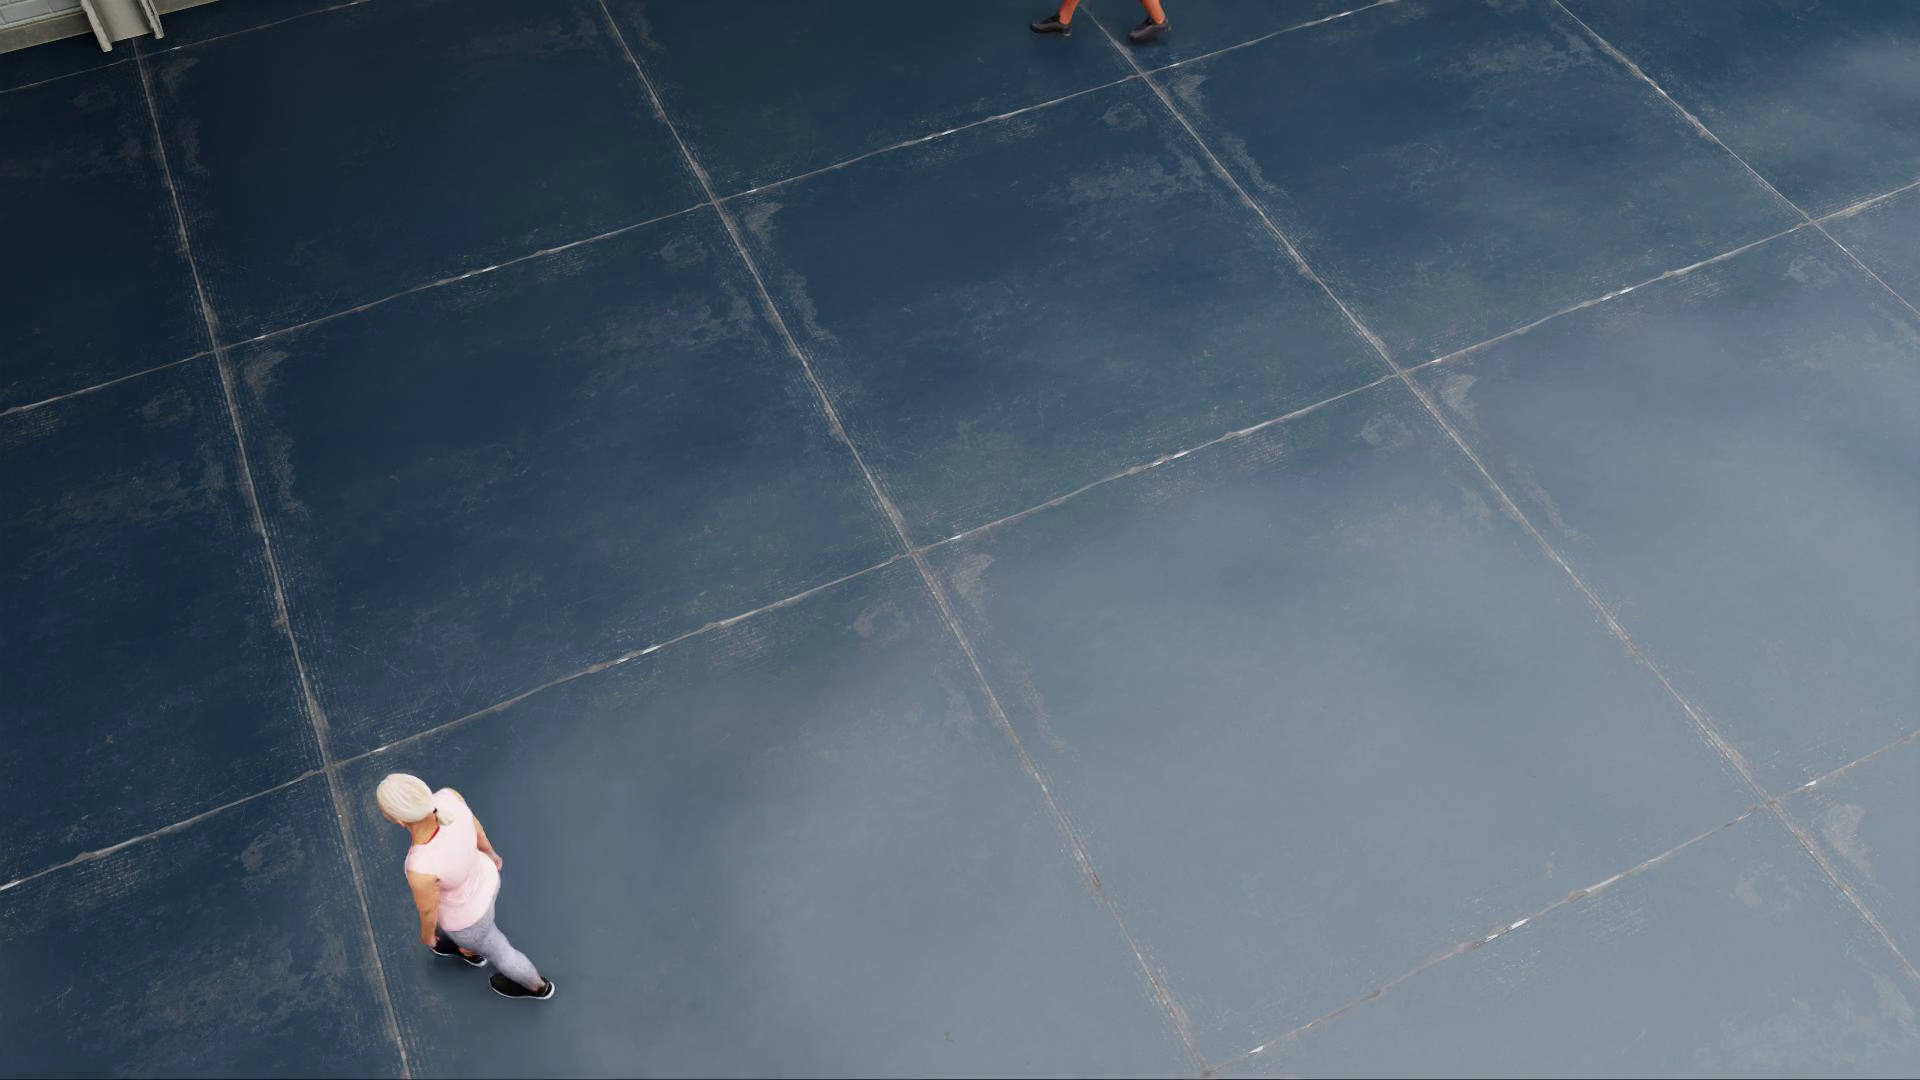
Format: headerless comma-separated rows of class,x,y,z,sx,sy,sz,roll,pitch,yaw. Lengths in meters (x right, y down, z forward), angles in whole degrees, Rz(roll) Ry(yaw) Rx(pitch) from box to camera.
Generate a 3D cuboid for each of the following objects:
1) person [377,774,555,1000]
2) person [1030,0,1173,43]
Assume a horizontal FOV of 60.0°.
person,-1.841,1.392,6.456,0.914,1.712,0.804,7,53,5
person,1.058,-3.894,10.524,1.235,1.753,0.848,-5,52,-4
